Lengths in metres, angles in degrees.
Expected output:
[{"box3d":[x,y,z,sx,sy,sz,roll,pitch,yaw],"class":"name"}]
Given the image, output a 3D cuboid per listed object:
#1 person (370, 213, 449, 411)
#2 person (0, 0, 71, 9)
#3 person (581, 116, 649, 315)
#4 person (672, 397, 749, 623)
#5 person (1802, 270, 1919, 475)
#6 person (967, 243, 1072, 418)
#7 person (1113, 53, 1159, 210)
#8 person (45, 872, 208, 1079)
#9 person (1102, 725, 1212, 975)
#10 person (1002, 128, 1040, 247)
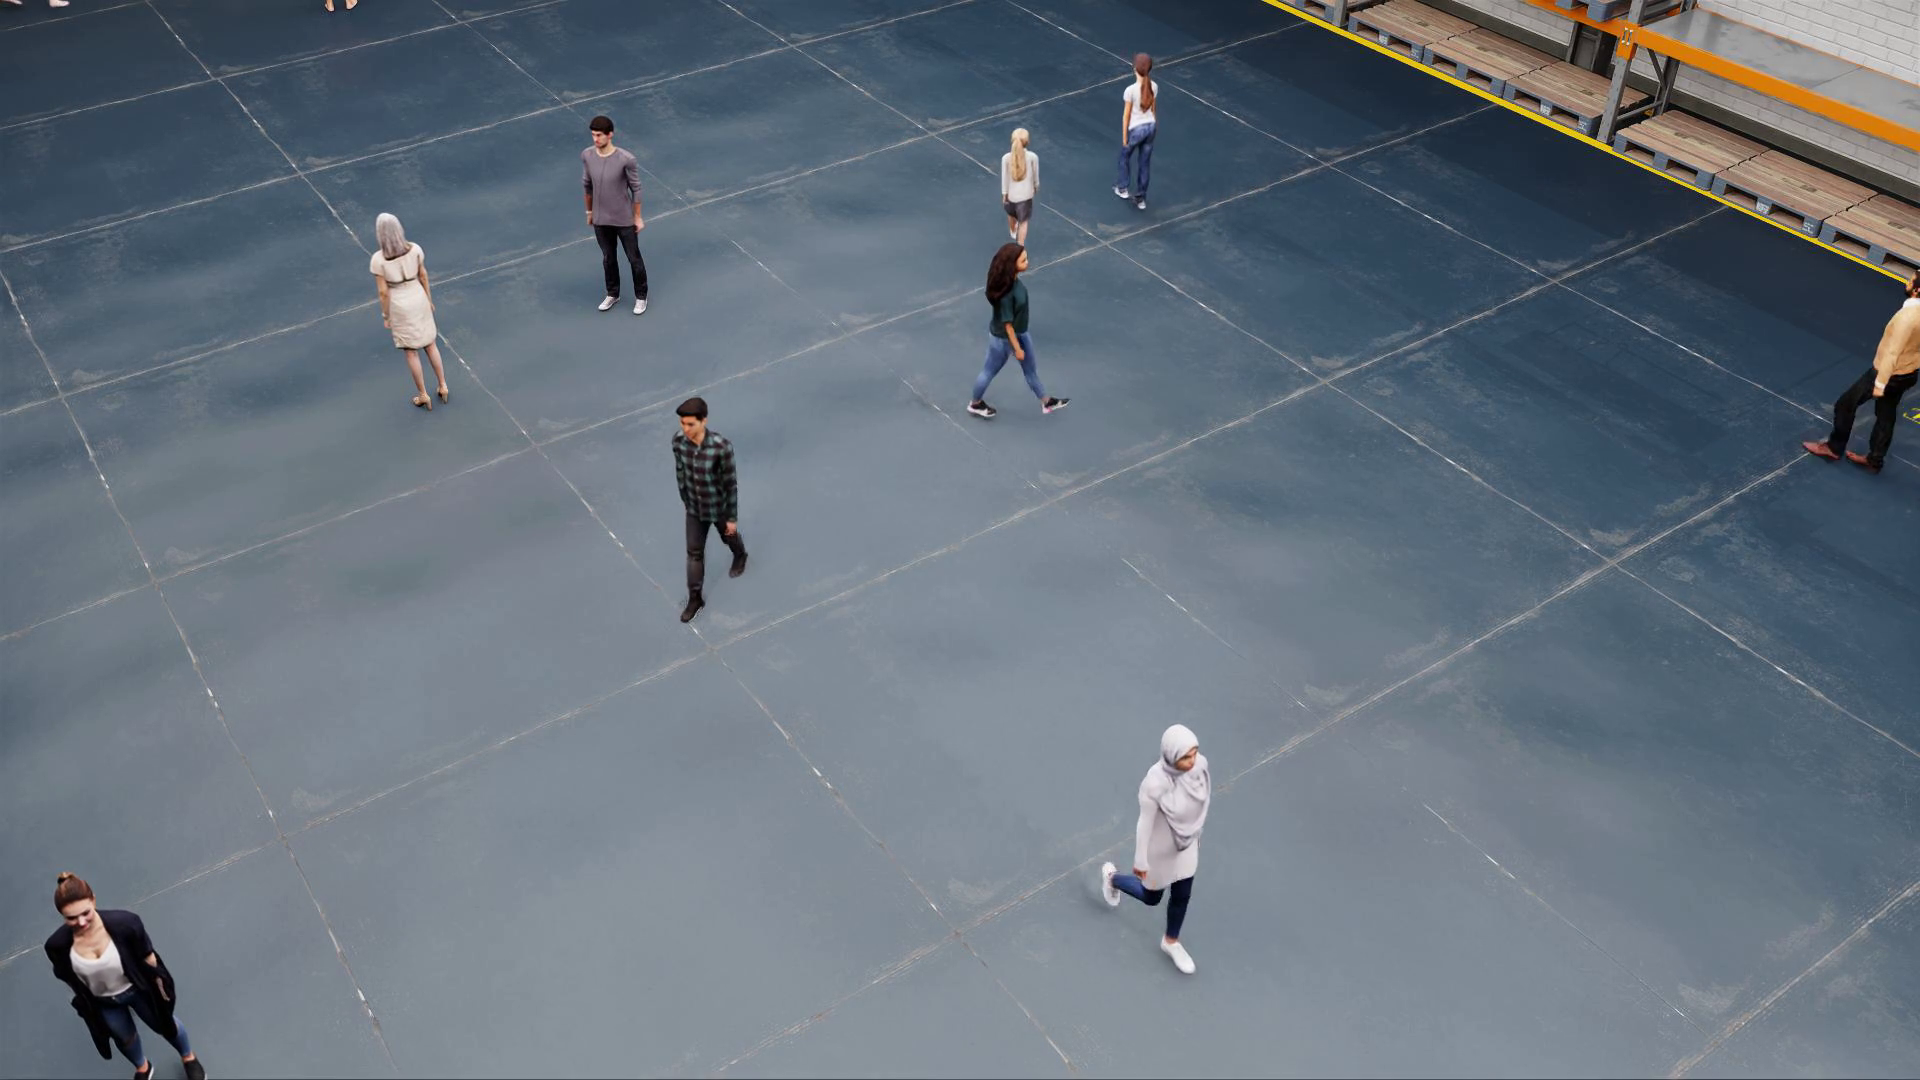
[{"box3d":[-4.479,-1.854,13.528,0.612,1.735,0.566,-28,46,-30],"class":"person"},{"box3d":[-11.762,-7.385,20.484,1.059,1.698,1.137,0,39,0],"class":"person"},{"box3d":[-3.052,-2.881,14.722,0.714,1.851,0.790,8,39,10],"class":"person"},{"box3d":[-1.735,-0.304,11.720,1.138,1.689,1.129,11,40,13],"class":"person"},{"box3d":[7.212,-1.243,12.761,0.690,1.738,0.809,-26,45,-28],"class":"person"},{"box3d":[0.292,-1.648,13.395,1.126,1.579,1.041,8,39,10],"class":"person"},{"box3d":[1.801,-3.995,16.366,0.656,1.540,0.792,-10,40,-13],"class":"person"},{"box3d":[-4.243,2.263,8.419,0.698,1.677,0.667,-12,40,-14],"class":"person"},{"box3d":[1.087,1.630,9.147,0.612,1.758,0.935,-24,44,-27],"class":"person"},{"box3d":[0.567,-3.234,15.647,0.807,1.247,0.892,4,39,5],"class":"person"}]
